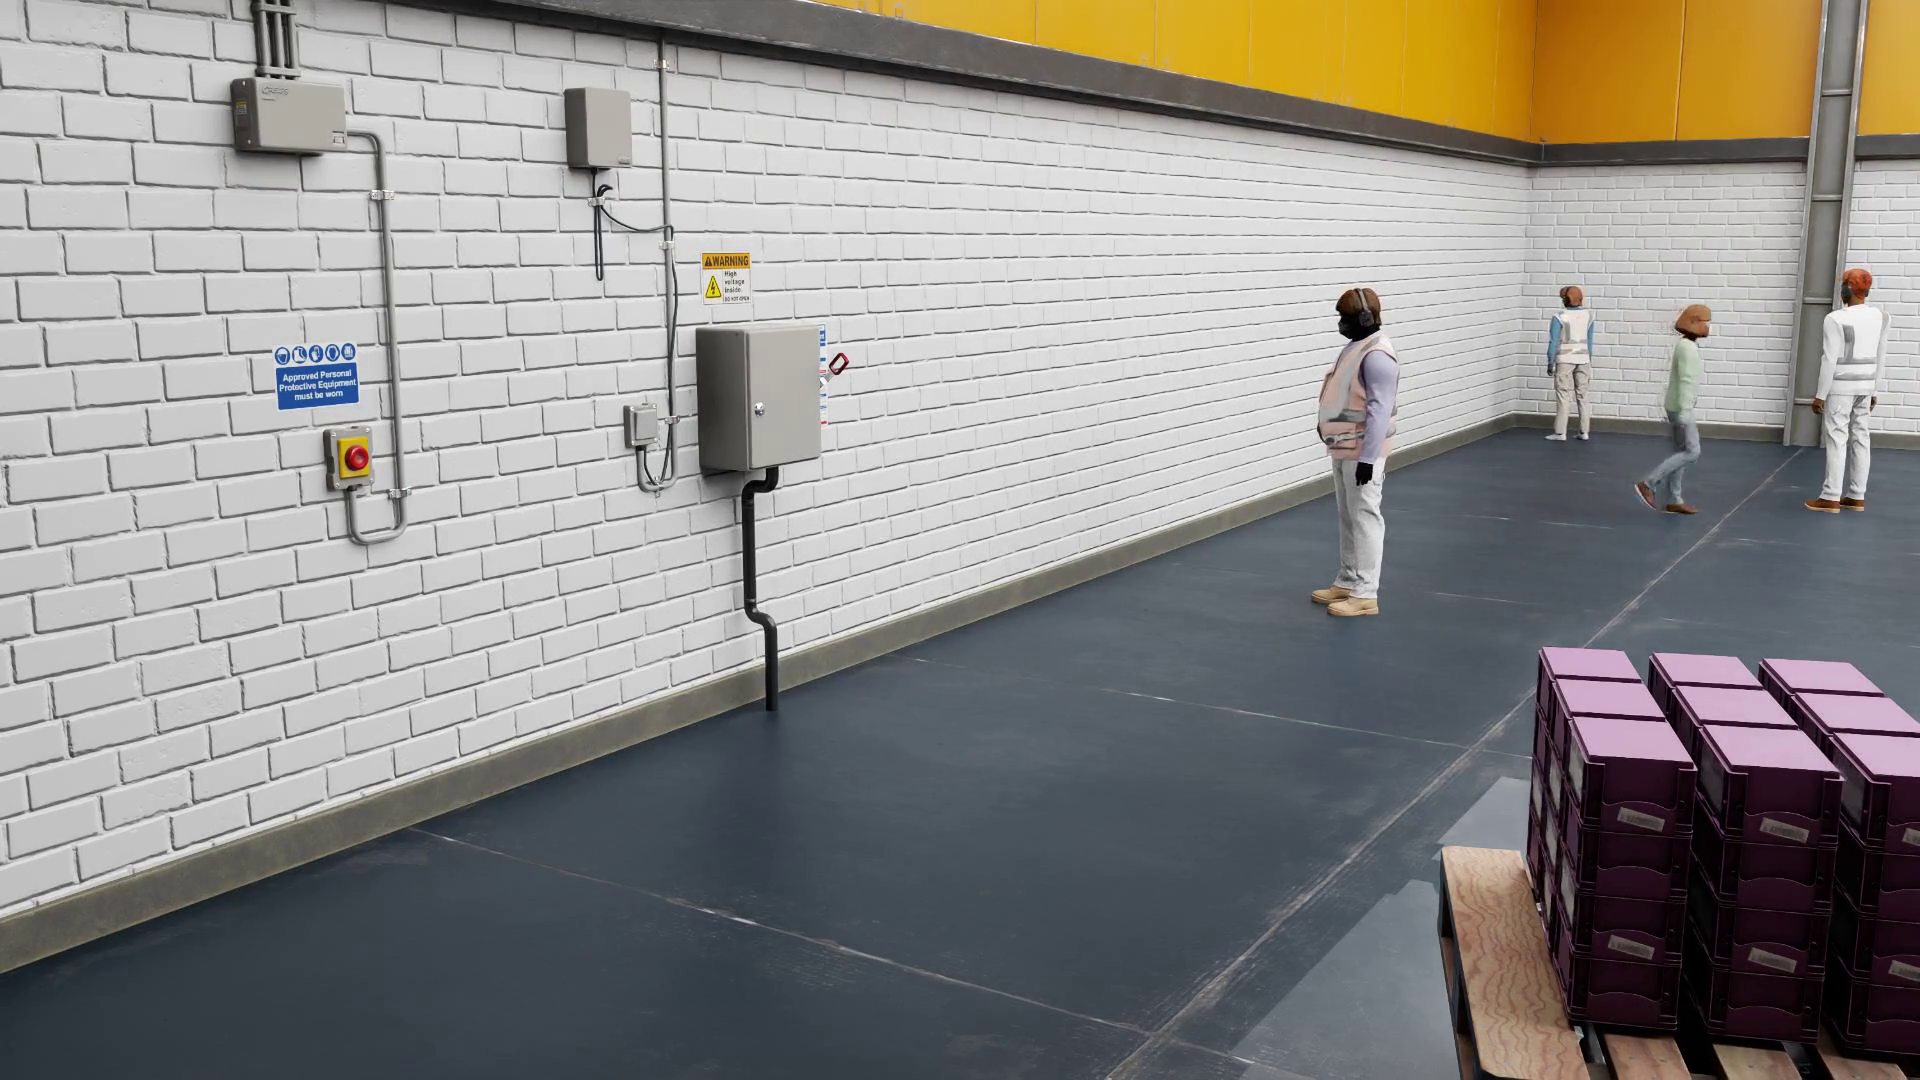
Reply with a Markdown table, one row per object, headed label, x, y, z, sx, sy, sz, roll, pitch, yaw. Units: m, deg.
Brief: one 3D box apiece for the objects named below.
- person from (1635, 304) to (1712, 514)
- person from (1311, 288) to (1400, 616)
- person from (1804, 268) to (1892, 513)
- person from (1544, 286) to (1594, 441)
| label | x | y | z | sx | sy | sz | roll | pitch | yaw |
| --- | --- | --- | --- | --- | --- | --- | --- | --- | --- |
| person | 5.479 | -0.985 | 12.693 | 0.406 | 1.620 | 0.517 | 4 | 11 | 21 |
| person | 2.229 | -0.496 | 9.383 | 0.429 | 1.839 | 0.623 | 0 | 10 | -1 |
| person | 6.860 | -1.146 | 12.854 | 0.576 | 1.884 | 0.355 | -3 | 11 | -16 |
| person | 6.404 | -1.847 | 17.465 | 0.529 | 1.628 | 0.323 | -3 | 11 | -15 |
